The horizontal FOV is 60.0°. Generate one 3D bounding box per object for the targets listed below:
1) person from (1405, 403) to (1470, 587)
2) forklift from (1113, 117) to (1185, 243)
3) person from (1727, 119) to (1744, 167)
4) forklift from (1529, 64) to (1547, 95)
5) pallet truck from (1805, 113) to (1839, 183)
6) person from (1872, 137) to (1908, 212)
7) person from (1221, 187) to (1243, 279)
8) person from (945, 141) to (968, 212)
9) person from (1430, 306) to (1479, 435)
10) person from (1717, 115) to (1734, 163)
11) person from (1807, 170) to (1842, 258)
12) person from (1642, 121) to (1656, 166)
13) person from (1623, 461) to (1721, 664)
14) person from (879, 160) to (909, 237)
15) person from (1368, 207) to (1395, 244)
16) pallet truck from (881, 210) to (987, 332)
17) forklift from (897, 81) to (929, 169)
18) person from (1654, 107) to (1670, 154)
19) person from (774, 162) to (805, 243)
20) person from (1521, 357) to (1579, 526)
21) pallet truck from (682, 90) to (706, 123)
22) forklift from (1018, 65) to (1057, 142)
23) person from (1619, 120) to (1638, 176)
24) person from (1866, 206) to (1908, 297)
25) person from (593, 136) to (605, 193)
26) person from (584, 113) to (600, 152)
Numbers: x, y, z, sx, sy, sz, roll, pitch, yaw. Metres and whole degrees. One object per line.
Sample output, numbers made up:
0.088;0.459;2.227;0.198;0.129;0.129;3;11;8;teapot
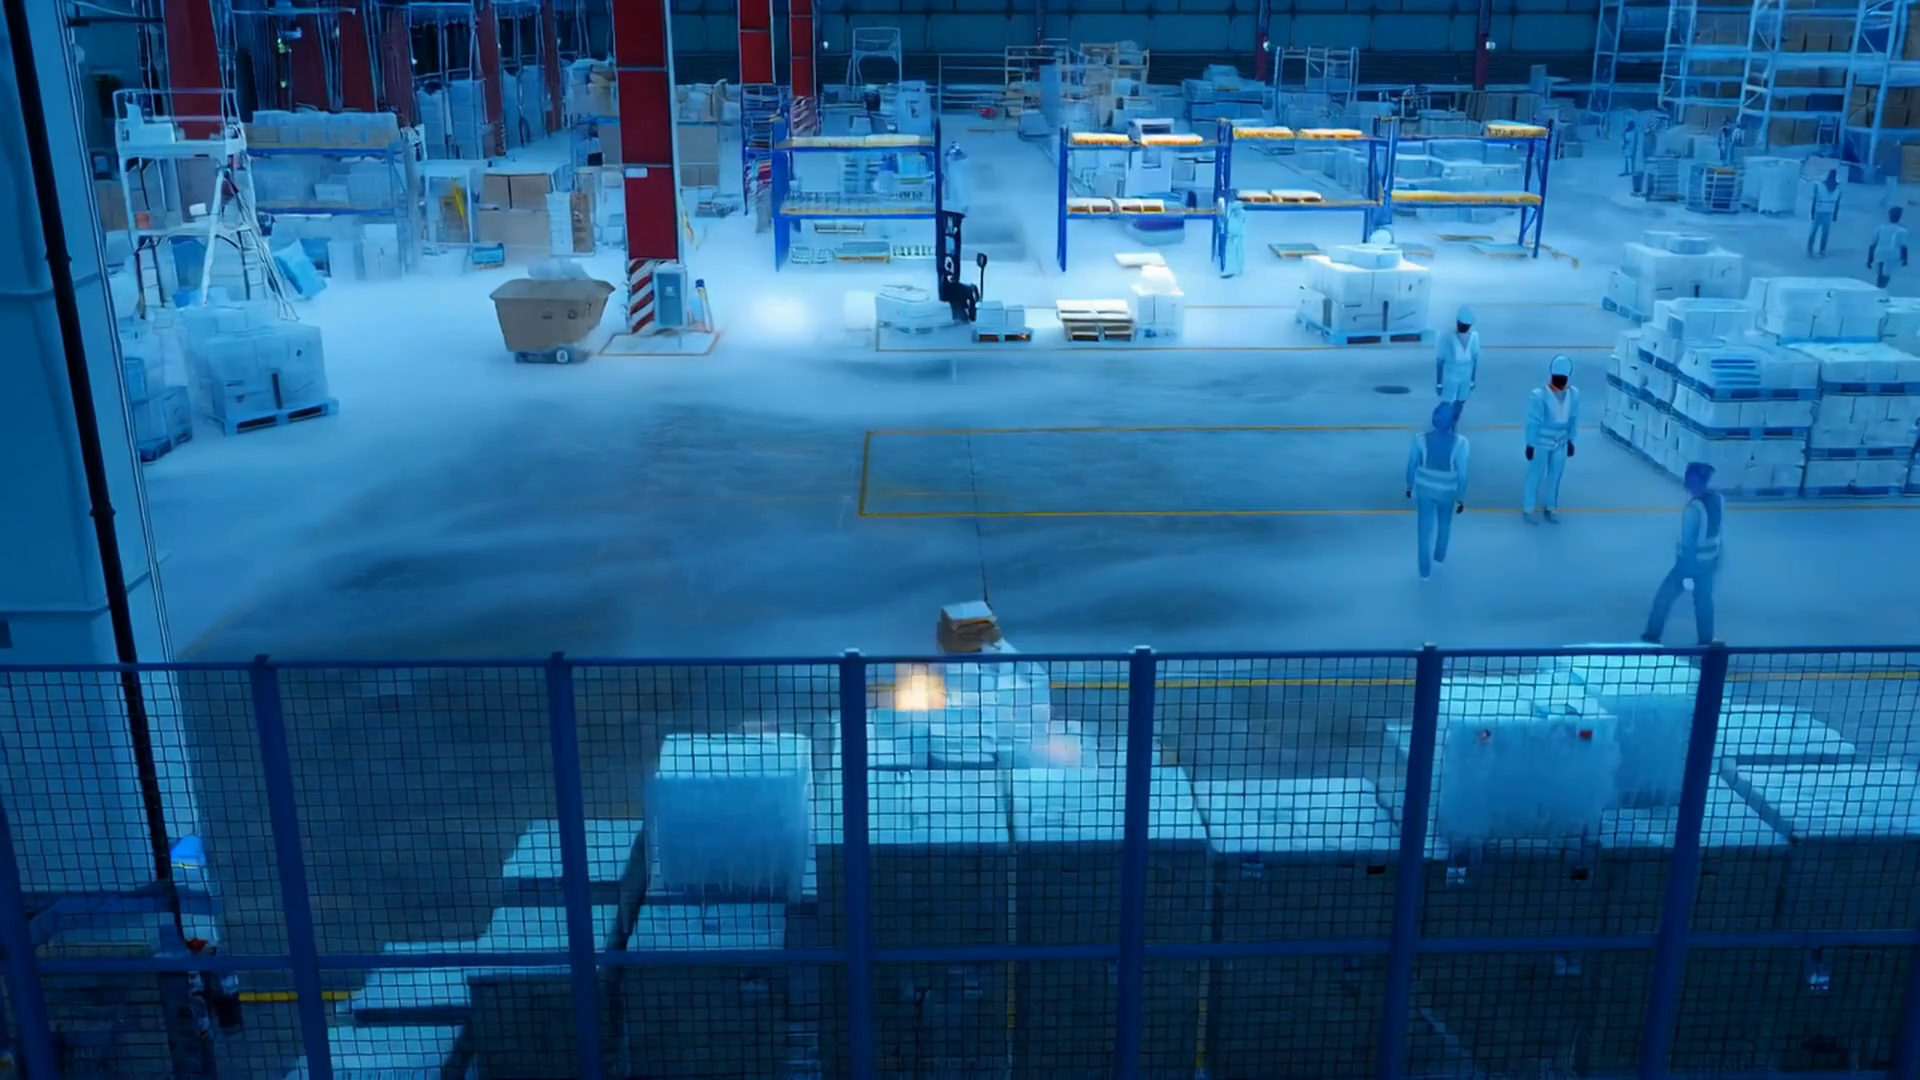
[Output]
4.852;-0.505;16.963;0.598;1.836;0.952;6;20;17;person
4.485;-8.480;39.027;1.129;2.768;1.873;-5;19;-15;forklift
24.584;-12.562;52.982;0.548;1.668;0.683;-3;19;-8;person
21.941;-16.734;63.513;1.873;2.768;1.129;14;23;36;forklift
26.403;-11.957;50.702;0.823;1.965;1.885;6;19;16;pallet truck
24.835;-9.726;44.176;0.638;1.941;1.020;-12;22;-31;person
5.618;-6.317;34.194;0.333;1.858;0.522;13;23;34;person
-0.078;-9.448;43.388;0.642;1.922;0.750;8;20;22;person
6.455;-2.111;21.661;0.589;1.903;0.597;-5;19;-14;person
23.546;-12.108;51.267;0.383;1.930;0.540;9;21;24;person
19.079;-7.205;36.730;0.597;1.915;0.369;-1;19;-2;person
20.298;-11.389;49.109;0.370;1.940;0.630;3;19;8;person
6.476;0.176;14.926;0.590;1.848;0.852;-15;24;-37;person
-1.578;-8.144;39.699;0.968;1.792;0.653;-15;24;-37;person
7.480;-5.043;30.125;0.852;2.000;0.714;8;20;23;person
-0.493;-4.759;29.349;1.885;1.965;0.823;-13;23;-34;pallet truck
-1.501;-13.136;52.841;1.129;2.768;1.873;6;20;17;forklift
24.619;-14.351;58.383;0.388;1.621;0.527;-13;22;-33;person
-4.034;-7.888;38.822;0.980;1.871;0.604;12;22;32;person
6.611;-1.105;18.612;0.601;1.940;0.418;-5;19;-14;person
-9.671;-15.907;62.421;0.823;1.965;1.885;5;19;15;pallet truck
3.207;-16.537;62.930;1.873;2.768;1.129;-3;19;-8;forklift
21.002;-12.302;52.190;0.533;1.697;0.319;-10;21;-28;person
17.230;-5.223;30.859;1.024;1.908;0.611;-12;22;-31;person
-10.291;-11.021;48.085;0.611;1.899;0.770;3;19;8;person
-12.471;-13.694;56.377;0.537;1.643;0.910;12;22;32;person
